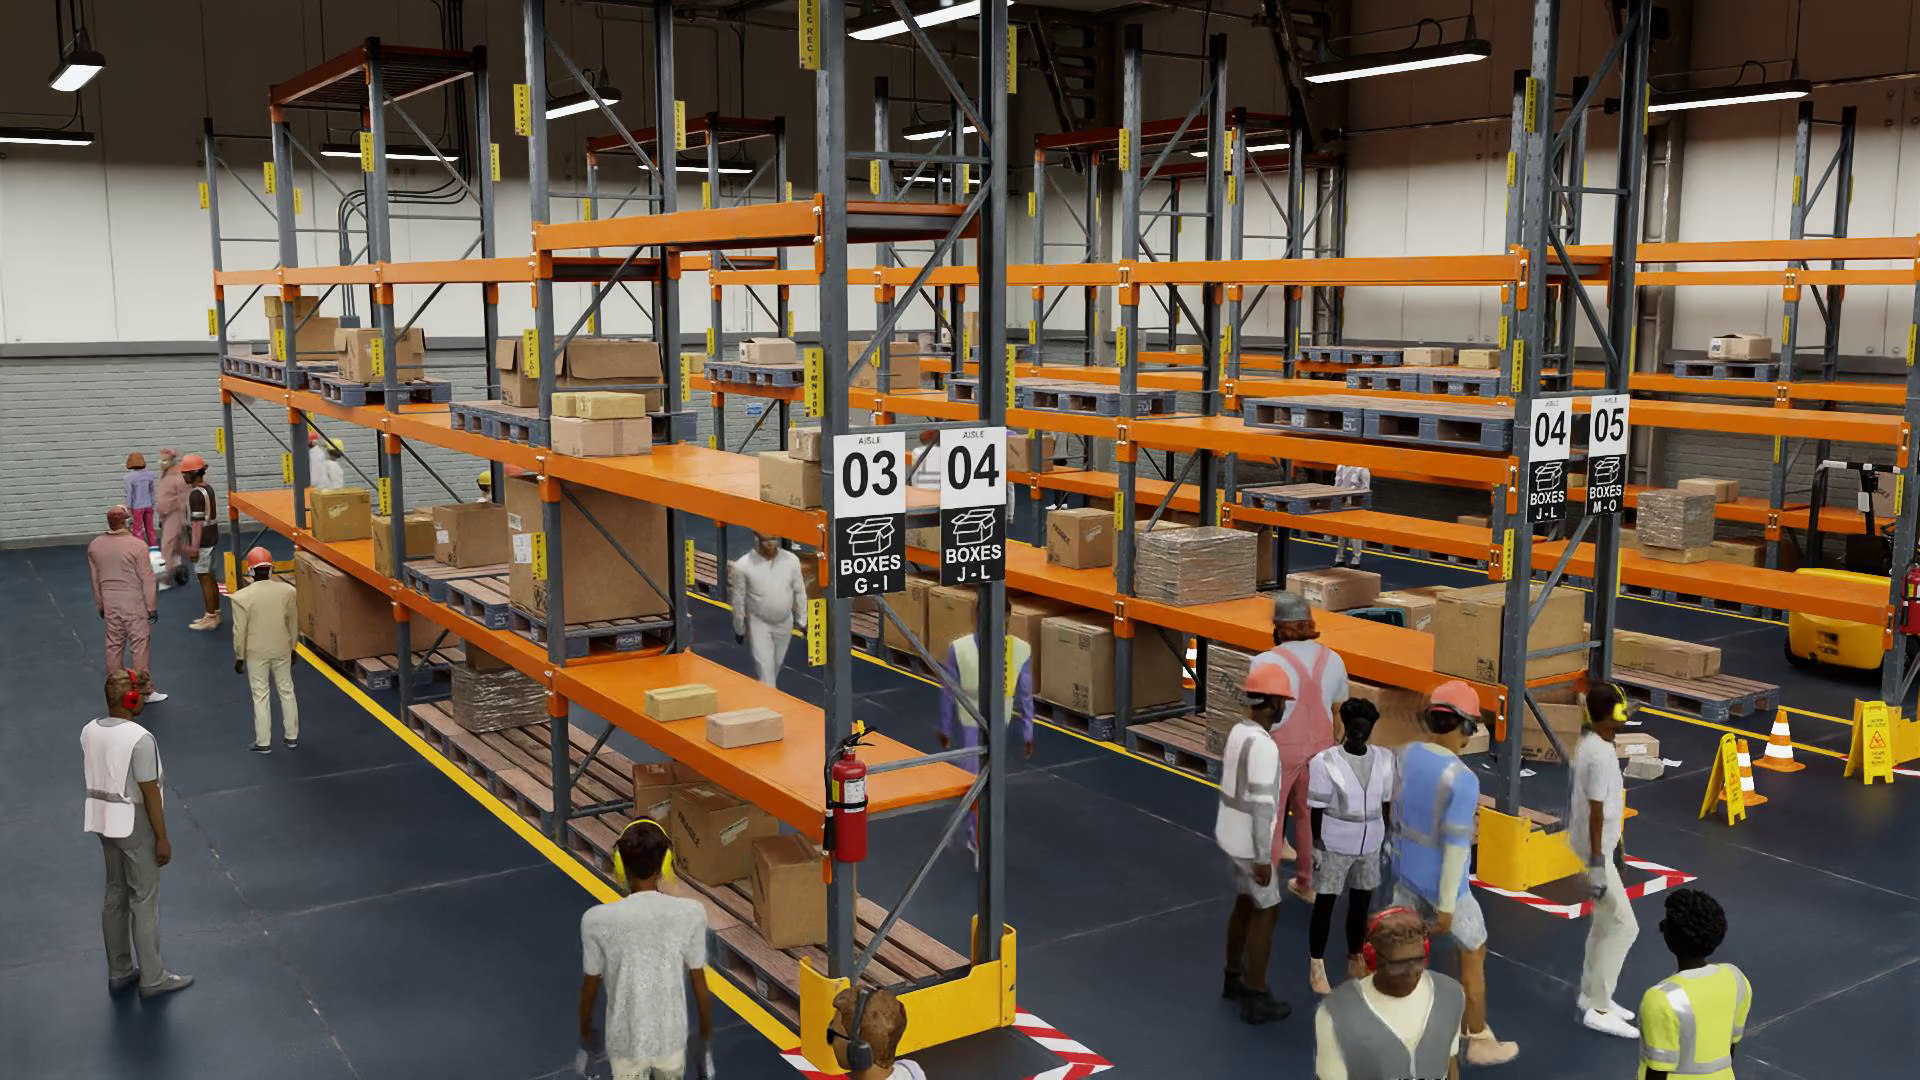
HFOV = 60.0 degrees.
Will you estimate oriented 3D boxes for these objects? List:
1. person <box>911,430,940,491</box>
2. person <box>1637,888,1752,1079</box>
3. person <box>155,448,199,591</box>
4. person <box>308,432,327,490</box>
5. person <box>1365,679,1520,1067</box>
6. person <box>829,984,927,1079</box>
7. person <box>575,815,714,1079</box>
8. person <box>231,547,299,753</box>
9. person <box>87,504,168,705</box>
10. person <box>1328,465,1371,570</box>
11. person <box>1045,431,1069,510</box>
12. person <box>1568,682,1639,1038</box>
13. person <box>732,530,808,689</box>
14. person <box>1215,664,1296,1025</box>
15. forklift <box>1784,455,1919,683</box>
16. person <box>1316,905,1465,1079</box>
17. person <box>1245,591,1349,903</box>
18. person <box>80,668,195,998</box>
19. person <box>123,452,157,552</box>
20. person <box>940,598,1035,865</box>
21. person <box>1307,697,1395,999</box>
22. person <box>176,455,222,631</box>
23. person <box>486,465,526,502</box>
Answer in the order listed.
[{"bbox_3d":[-0.445,-0.784,25.296,0.766,1.843,0.551,-5,10,-32],"label":"person"},{"bbox_3d":[2.723,2.139,6.259,0.529,1.697,0.321,-5,10,-30],"label":"person"},{"bbox_3d":[-10.332,-0.293,21.897,0.665,1.865,0.874,7,11,41],"label":"person"},{"bbox_3d":[-10.299,-0.913,26.487,0.383,1.723,0.589,-5,10,-29],"label":"person"},{"bbox_3d":[2.325,1.686,8.324,0.963,1.993,0.611,-3,9,-22],"label":"person"},{"bbox_3d":[-0.253,2.241,5.084,0.351,1.846,0.507,3,9,17],"label":"person"},{"bbox_3d":[-1.285,2.005,6.679,0.514,1.849,0.645,-3,9,-21],"label":"person"},{"bbox_3d":[-5.902,0.928,14.133,0.337,1.752,0.564,8,12,43],"label":"person"},{"bbox_3d":[-7.870,0.609,15.737,0.644,1.913,0.408,2,9,11],"label":"person"},{"bbox_3d":[5.427,-0.477,23.225,0.403,1.835,0.586,-6,10,-33],"label":"person"},{"bbox_3d":[1.744,-1.467,29.693,0.328,1.872,0.510,7,11,39],"label":"person"},{"bbox_3d":[3.467,1.686,8.818,0.454,1.839,0.615,3,9,18],"label":"person"},{"bbox_3d":[-1.713,0.749,15.008,0.633,1.857,0.990,-5,10,-28],"label":"person"},{"bbox_3d":[1.610,1.630,9.009,0.438,1.916,0.605,-1,9,-6],"label":"person"},{"bbox_3d":[9.643,0.253,17.172,2.313,2.155,1.214,-6,10,-33],"label":"forklift"},{"bbox_3d":[1.488,2.136,5.843,0.580,1.833,0.411,-3,9,-19],"label":"person"},{"bbox_3d":[2.093,1.314,10.610,0.683,2.000,0.535,-3,9,-20],"label":"person"},{"bbox_3d":[-4.613,1.624,9.225,0.563,1.838,0.390,5,10,28],"label":"person"},{"bbox_3d":[-11.616,-0.428,23.562,0.279,1.633,0.506,3,9,22],"label":"person"},{"bbox_3d":[0.224,1.304,11.226,0.614,1.870,0.933,-3,9,-20],"label":"person"},{"bbox_3d":[2.169,1.691,9.240,0.536,1.695,0.322,-3,9,-17],"label":"person"},{"bbox_3d":[-8.783,0.029,19.210,0.398,2.035,0.600,-2,9,-12],"label":"person"},{"bbox_3d":[-5.059,0.115,18.841,0.710,1.980,0.716,3,9,19],"label":"person"}]
